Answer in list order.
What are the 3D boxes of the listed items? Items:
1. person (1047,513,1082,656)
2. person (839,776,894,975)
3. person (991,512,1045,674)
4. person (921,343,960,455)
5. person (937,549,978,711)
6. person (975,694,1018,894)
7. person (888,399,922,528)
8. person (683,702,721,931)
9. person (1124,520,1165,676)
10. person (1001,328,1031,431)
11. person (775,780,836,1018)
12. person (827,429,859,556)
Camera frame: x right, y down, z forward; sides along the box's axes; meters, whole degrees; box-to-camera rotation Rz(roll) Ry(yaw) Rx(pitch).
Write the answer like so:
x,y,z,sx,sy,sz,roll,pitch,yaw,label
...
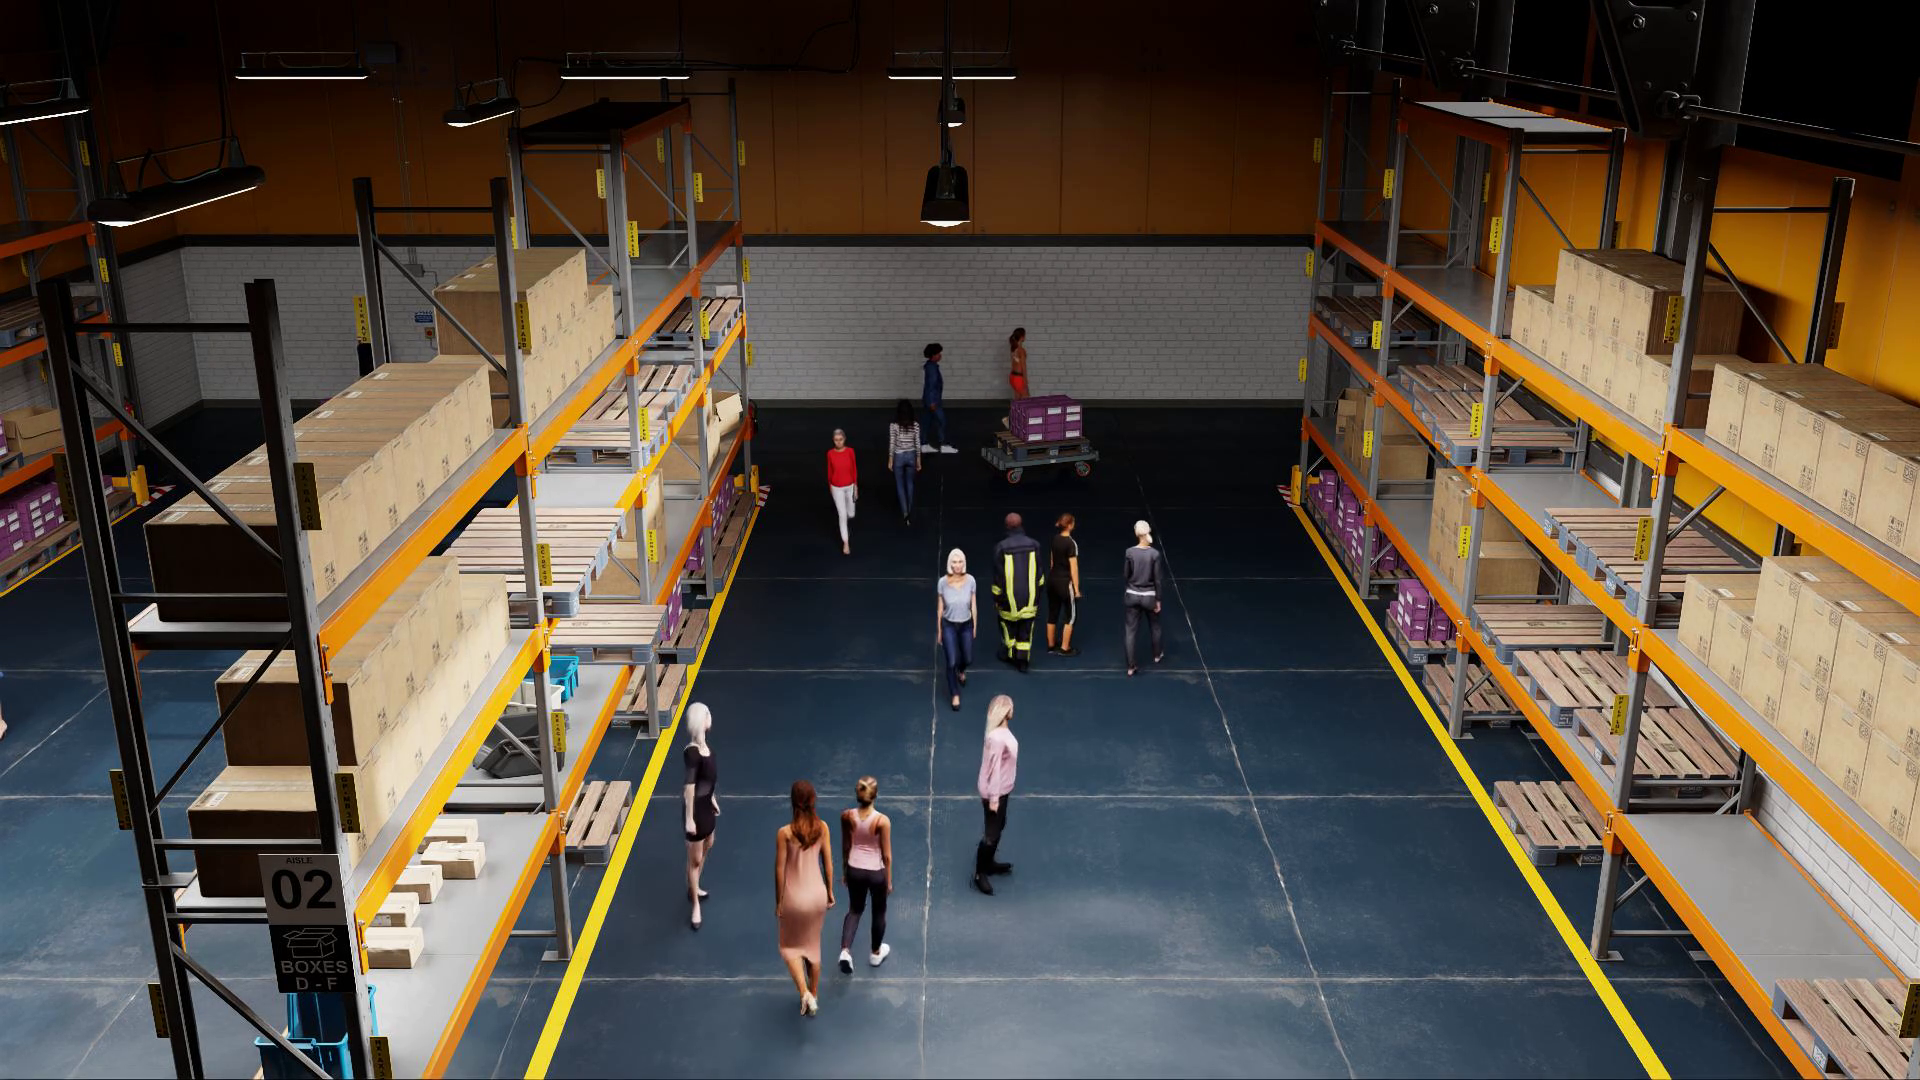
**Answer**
x,y,z,sx,sy,sz,roll,pitch,yaw,label
1.135,0.498,18.630,0.756,1.663,0.657,-14,23,-35,person
-0.726,2.557,12.566,0.736,1.631,0.934,7,20,19,person
0.643,0.581,18.178,0.889,1.794,0.879,-3,19,-8,person
-0.514,-2.244,26.570,0.791,1.793,0.783,-2,19,-5,person
-0.046,0.888,17.395,0.623,1.713,0.837,-2,19,-6,person
0.268,2.091,13.891,0.774,1.670,0.543,4,19,13,person
-0.768,-1.051,23.050,0.760,1.778,0.970,-5,19,-15,person
-2.132,2.217,13.306,0.801,1.803,0.481,6,20,18,person
1.959,0.655,18.118,0.819,1.693,1.024,6,20,18,person
0.928,-2.640,27.764,0.863,1.782,0.868,-9,21,-26,person
-1.102,2.656,12.001,0.805,1.806,0.921,-9,21,-25,person
-1.560,-0.679,22.111,0.669,1.673,0.992,-3,19,-10,person
